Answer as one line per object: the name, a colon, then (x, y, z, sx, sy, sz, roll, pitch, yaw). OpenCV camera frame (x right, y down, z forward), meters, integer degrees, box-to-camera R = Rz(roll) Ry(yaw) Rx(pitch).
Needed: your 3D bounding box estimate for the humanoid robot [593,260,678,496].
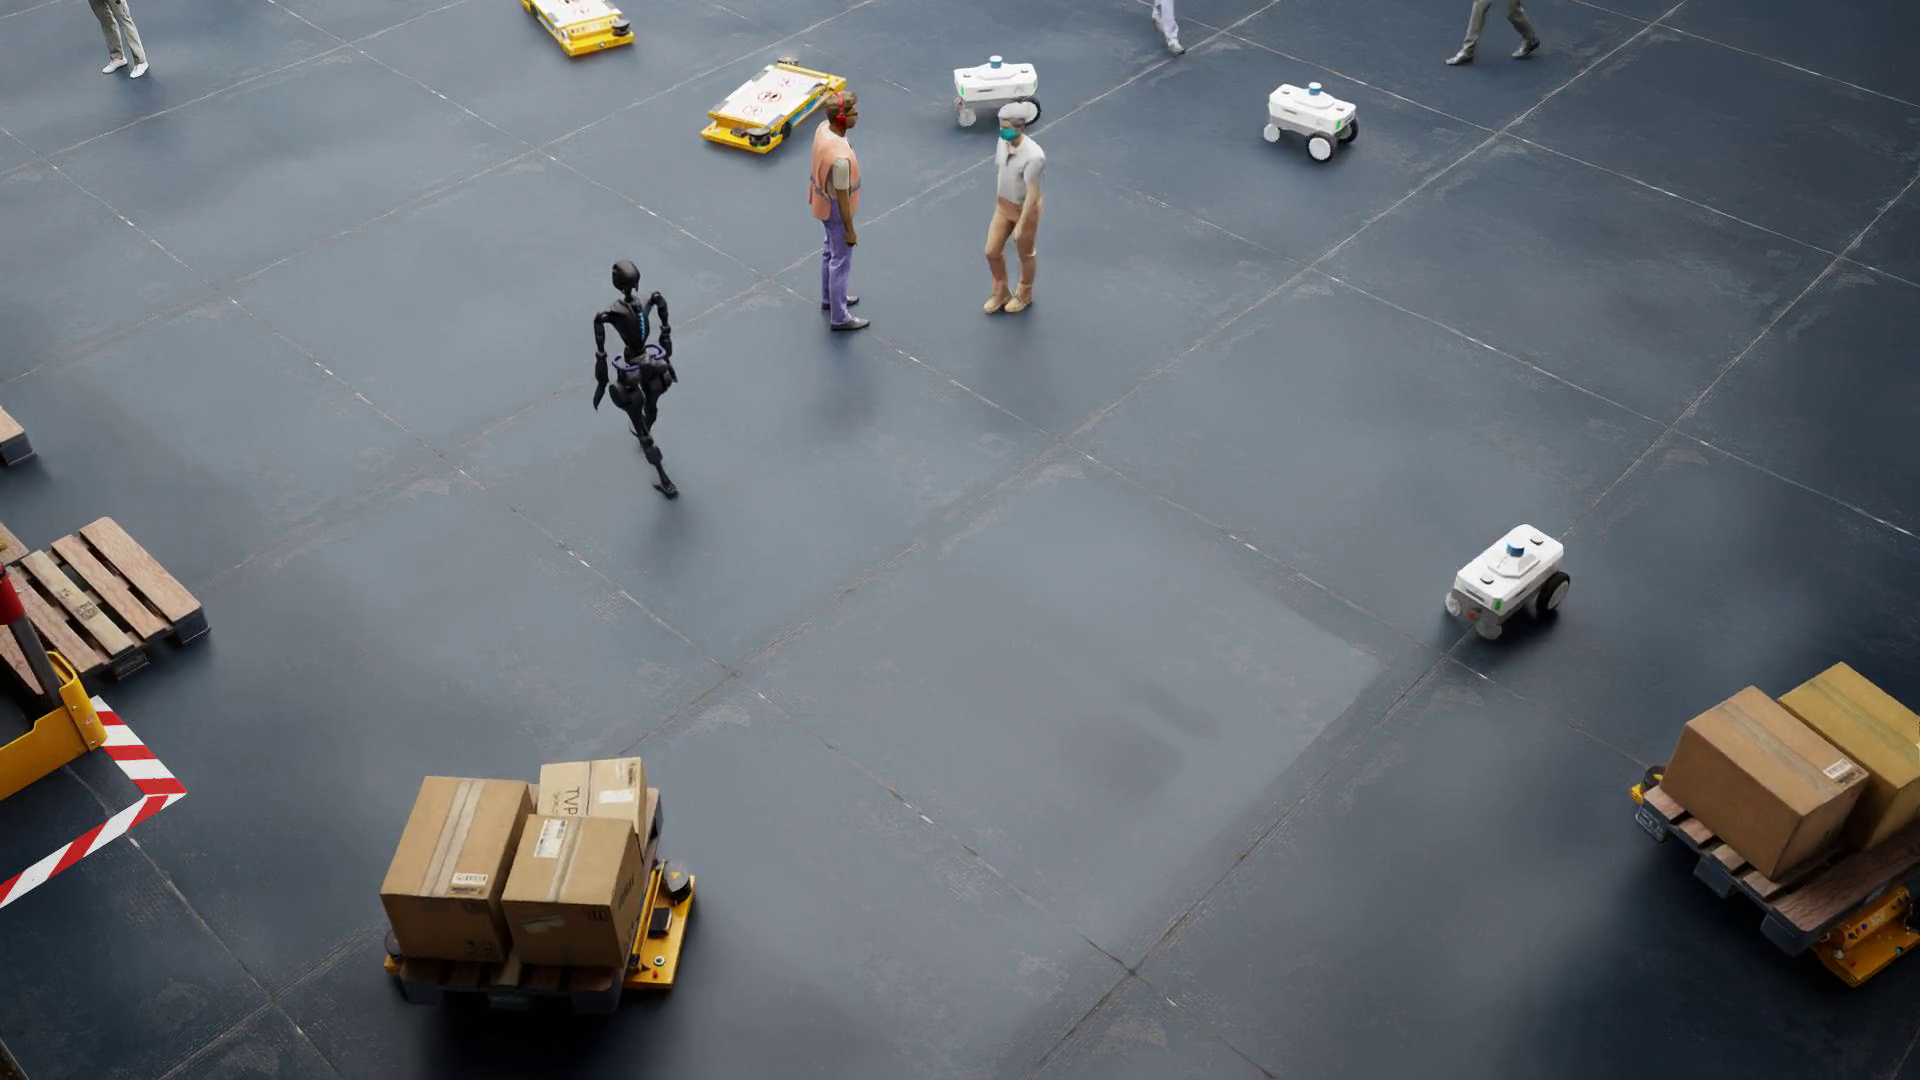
humanoid robot: (-2.111, -1.085, 10.711, 0.594, 1.628, 0.755, -31, 50, -30)

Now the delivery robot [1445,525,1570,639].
delivery robot: (3.307, 0.220, 10.047, 0.733, 0.566, 0.503, -31, 50, -30)

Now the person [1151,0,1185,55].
person: (2.013, -5.485, 15.481, 0.585, 1.785, 0.958, -12, 43, -13)

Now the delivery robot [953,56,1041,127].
delivery robot: (0.344, -3.992, 14.761, 0.792, 0.611, 0.499, -7, 42, -7)

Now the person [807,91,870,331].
person: (-0.890, -2.366, 11.989, 0.389, 1.836, 0.559, -11, 43, -12)

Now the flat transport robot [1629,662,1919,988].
flat transport robot: (4.299, 1.634, 8.710, 0.659, 0.231, 1.431, -22, 47, -23)

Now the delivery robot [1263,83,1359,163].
delivery robot: (3.047, -3.640, 14.367, 0.796, 0.606, 0.499, 26, 48, 26)

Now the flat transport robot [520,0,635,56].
flat transport robot: (-3.762, -5.143, 16.243, 0.659, 0.231, 1.431, -21, 46, -22)

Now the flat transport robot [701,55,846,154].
flat transport robot: (-1.655, -3.896, 14.856, 0.659, 0.231, 1.431, 19, 45, 20)

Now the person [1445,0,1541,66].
person: (5.046, -5.212, 15.166, 0.893, 1.813, 0.574, -13, 44, -14)

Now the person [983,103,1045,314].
person: (0.375, -2.371, 12.077, 0.450, 1.717, 0.551, 32, 51, 30)

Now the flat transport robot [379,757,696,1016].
flat transport robot: (-2.108, 1.910, 8.403, 1.431, 0.231, 0.659, 2, 42, 3)

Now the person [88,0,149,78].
person: (-7.785, -5.011, 15.068, 0.510, 1.641, 0.306, 14, 44, 15)
